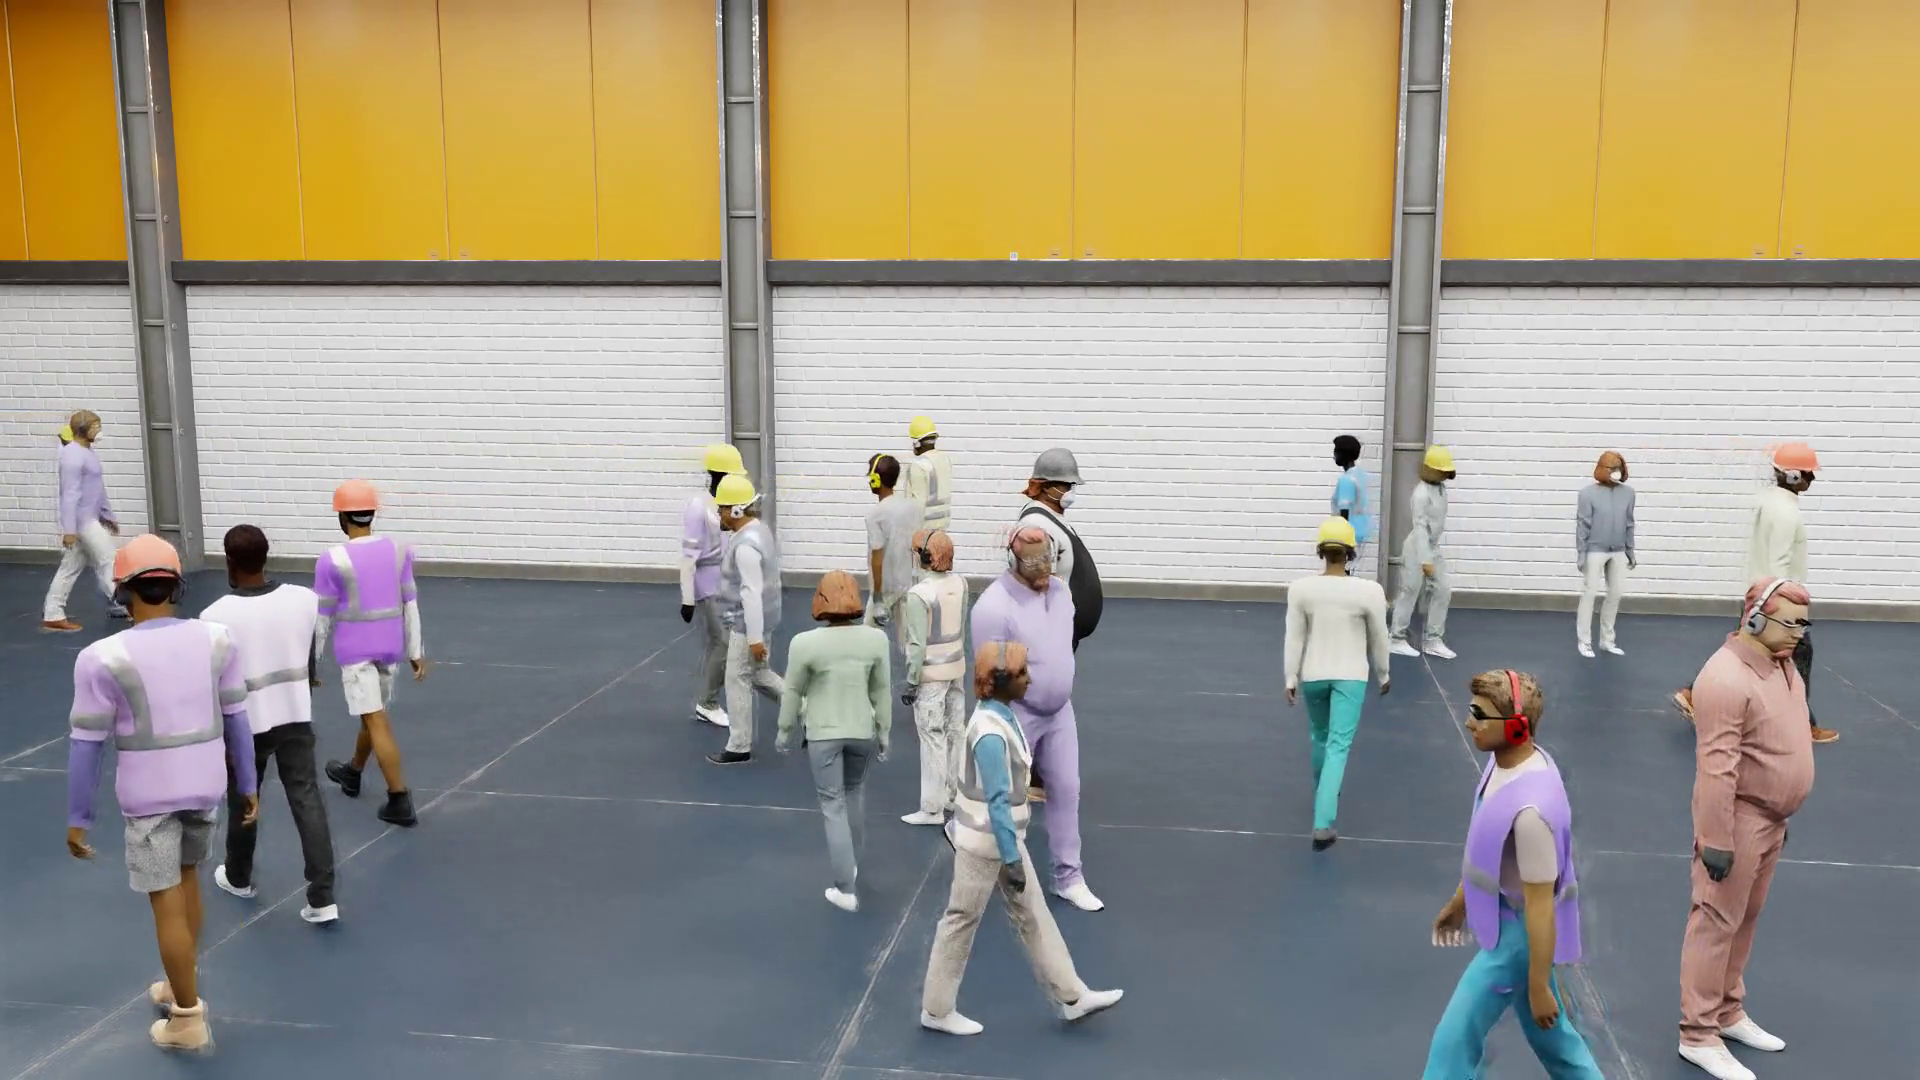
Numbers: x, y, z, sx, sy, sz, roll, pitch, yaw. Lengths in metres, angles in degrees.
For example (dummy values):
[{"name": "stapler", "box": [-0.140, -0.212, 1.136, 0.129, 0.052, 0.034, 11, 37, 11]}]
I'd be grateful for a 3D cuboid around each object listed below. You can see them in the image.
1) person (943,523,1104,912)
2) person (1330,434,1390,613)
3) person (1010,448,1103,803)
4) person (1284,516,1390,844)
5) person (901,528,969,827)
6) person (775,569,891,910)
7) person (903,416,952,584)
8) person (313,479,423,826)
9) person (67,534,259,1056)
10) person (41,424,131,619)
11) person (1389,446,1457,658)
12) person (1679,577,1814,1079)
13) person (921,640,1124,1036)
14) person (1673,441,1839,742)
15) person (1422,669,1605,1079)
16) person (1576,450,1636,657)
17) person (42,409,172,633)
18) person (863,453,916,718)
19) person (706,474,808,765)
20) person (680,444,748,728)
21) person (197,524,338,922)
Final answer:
[{"name": "person", "box": [0.274, 0.817, 8.009, 0.647, 1.868, 0.874, -9, 13, -43]}, {"name": "person", "box": [3.305, -0.050, 13.892, 0.506, 1.680, 0.545, 4, 10, 22]}, {"name": "person", "box": [0.554, 0.473, 9.578, 0.536, 2.000, 0.688, 0, 9, 2]}, {"name": "person", "box": [2.032, 0.731, 8.993, 0.527, 1.718, 0.923, 5, 11, 29]}, {"name": "person", "box": [-0.133, 0.749, 9.109, 0.309, 1.641, 0.513, 6, 11, 32]}, {"name": "person", "box": [-0.631, 0.934, 8.047, 0.519, 1.609, 0.665, -4, 10, -25]}, {"name": "person", "box": [-0.285, -0.126, 13.928, 0.404, 1.829, 0.591, 4, 10, 25]}, {"name": "person", "box": [-3.348, 0.601, 9.259, 0.976, 1.882, 0.569, 7, 12, 39]}, {"name": "person", "box": [-3.166, 0.976, 6.530, 0.721, 2.015, 0.659, 7, 12, 39]}, {"name": "person", "box": [-7.608, -0.155, 14.408, 0.782, 1.734, 0.529, -6, 11, -31]}, {"name": "person", "box": [3.616, 0.099, 12.925, 0.635, 1.687, 0.511, 8, 12, 42]}, {"name": "person", "box": [3.005, 1.074, 6.315, 0.399, 1.899, 0.642, 9, 13, 44]}, {"name": "person", "box": [0.224, 1.186, 6.521, 0.831, 1.591, 0.542, 1, 9, 7]}, {"name": "person", "box": [5.196, 0.326, 10.756, 0.943, 1.964, 0.606, 2, 9, 10]}, {"name": "person", "box": [1.787, 1.284, 5.348, 0.981, 1.797, 0.586, 3, 10, 16]}, {"name": "person", "box": [5.080, 0.105, 13.097, 0.507, 1.632, 0.278, -2, 9, -11]}, {"name": "person", "box": [-7.219, -0.147, 13.894, 1.036, 1.881, 0.643, -3, 10, -19]}, {"name": "person", "box": [-0.406, 0.340, 11.071, 0.888, 1.837, 0.498, 8, 12, 39]}, {"name": "person", "box": [-1.187, 0.490, 10.187, 0.691, 1.810, 0.612, 0, 9, 1]}, {"name": "person", "box": [-1.585, 0.312, 10.985, 0.493, 1.903, 0.625, 3, 10, 19]}, {"name": "person", "box": [-3.260, 0.849, 7.819, 1.028, 1.869, 0.585, 9, 13, 44]}]
